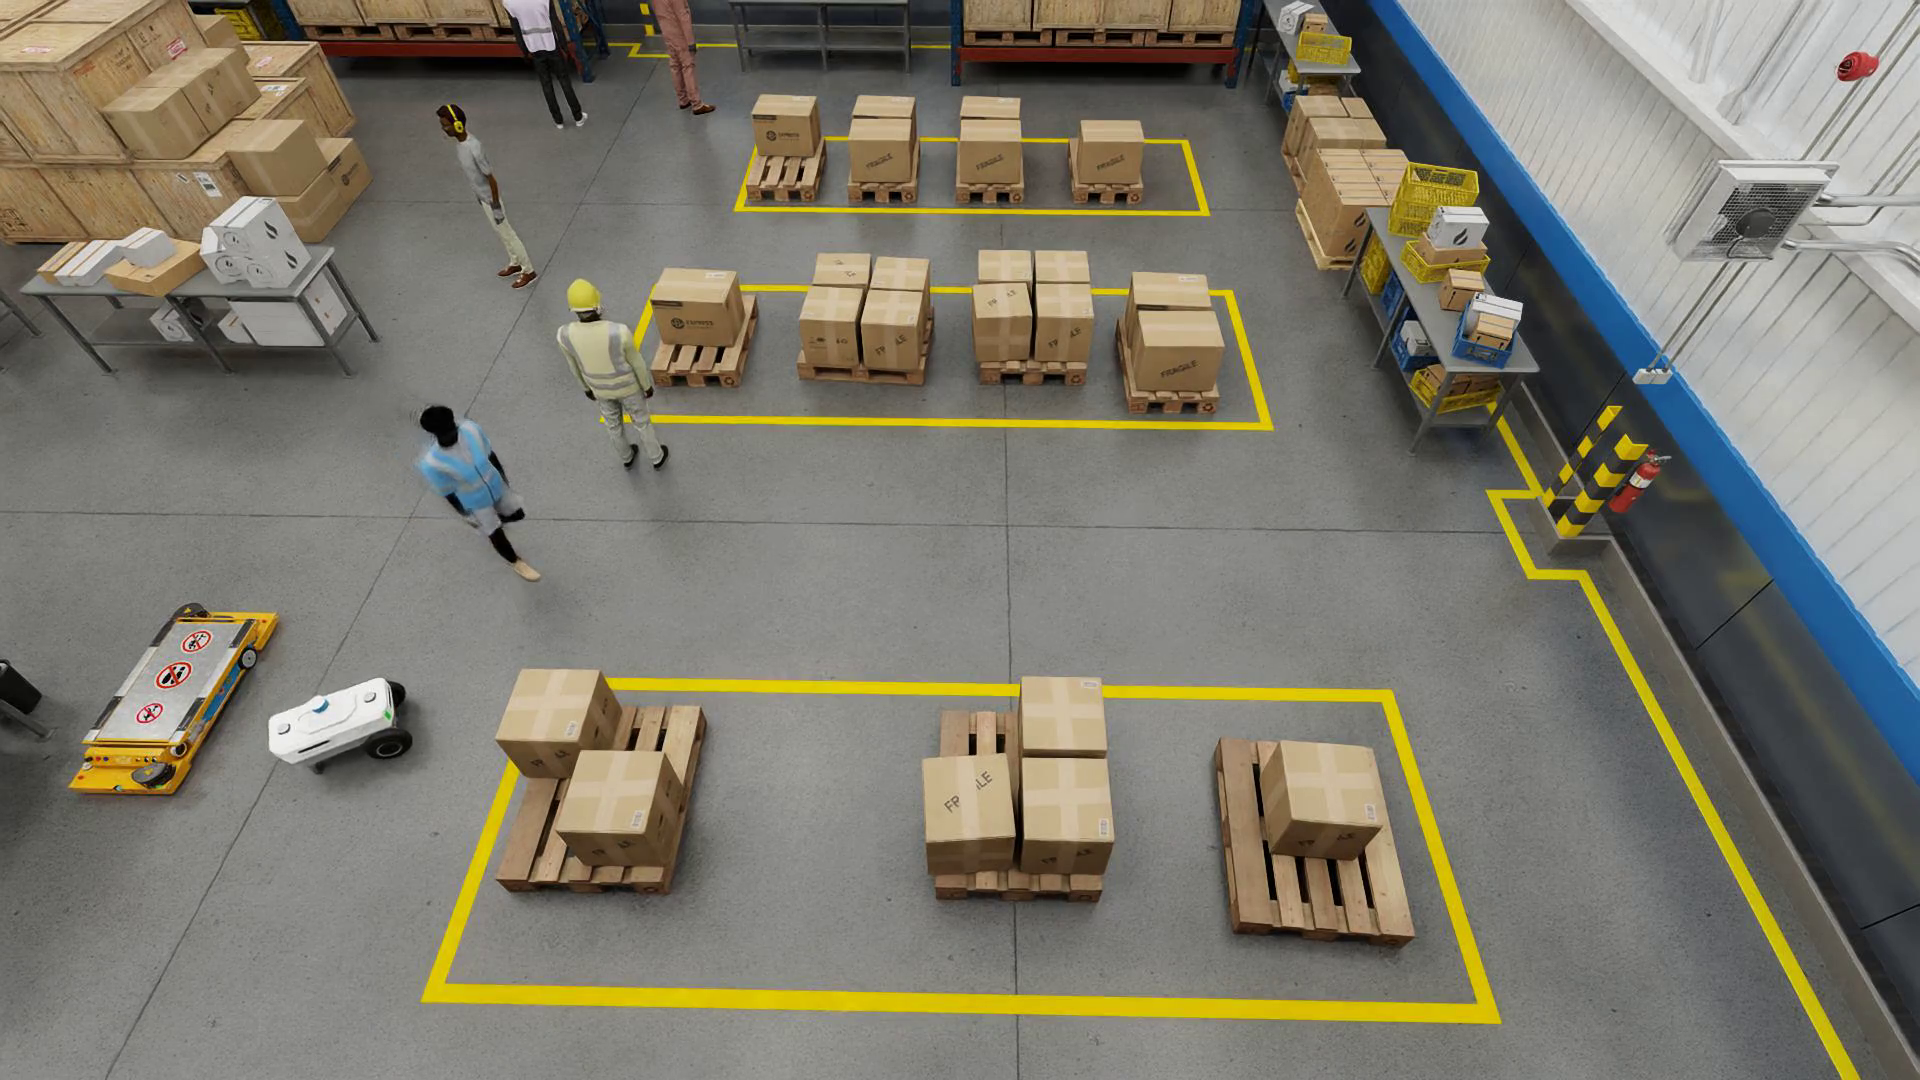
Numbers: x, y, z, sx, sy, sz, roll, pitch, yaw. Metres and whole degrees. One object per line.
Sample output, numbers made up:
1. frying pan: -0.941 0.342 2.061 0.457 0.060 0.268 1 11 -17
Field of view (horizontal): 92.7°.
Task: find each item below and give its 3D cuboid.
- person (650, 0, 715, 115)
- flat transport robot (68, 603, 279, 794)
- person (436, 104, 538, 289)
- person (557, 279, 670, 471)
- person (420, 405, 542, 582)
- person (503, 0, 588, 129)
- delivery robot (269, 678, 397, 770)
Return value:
1. person: -3.610 -6.500 11.786 0.641 1.908 0.407 35 58 26
2. flat transport robot: -5.504 1.072 6.442 0.652 0.197 1.431 1 50 1
3. person: -4.757 -3.430 9.211 0.325 1.871 0.524 -35 58 -26
4. person: -2.800 -1.284 7.428 0.594 1.827 0.403 1 50 1
5. person: -3.543 -0.355 6.731 0.515 1.680 0.539 20 53 16
6. person: -5.213 -6.162 11.492 0.587 1.919 0.392 -9 50 -7
7. delivery robot: -4.152 1.202 6.088 0.707 0.478 0.477 -21 53 -17
